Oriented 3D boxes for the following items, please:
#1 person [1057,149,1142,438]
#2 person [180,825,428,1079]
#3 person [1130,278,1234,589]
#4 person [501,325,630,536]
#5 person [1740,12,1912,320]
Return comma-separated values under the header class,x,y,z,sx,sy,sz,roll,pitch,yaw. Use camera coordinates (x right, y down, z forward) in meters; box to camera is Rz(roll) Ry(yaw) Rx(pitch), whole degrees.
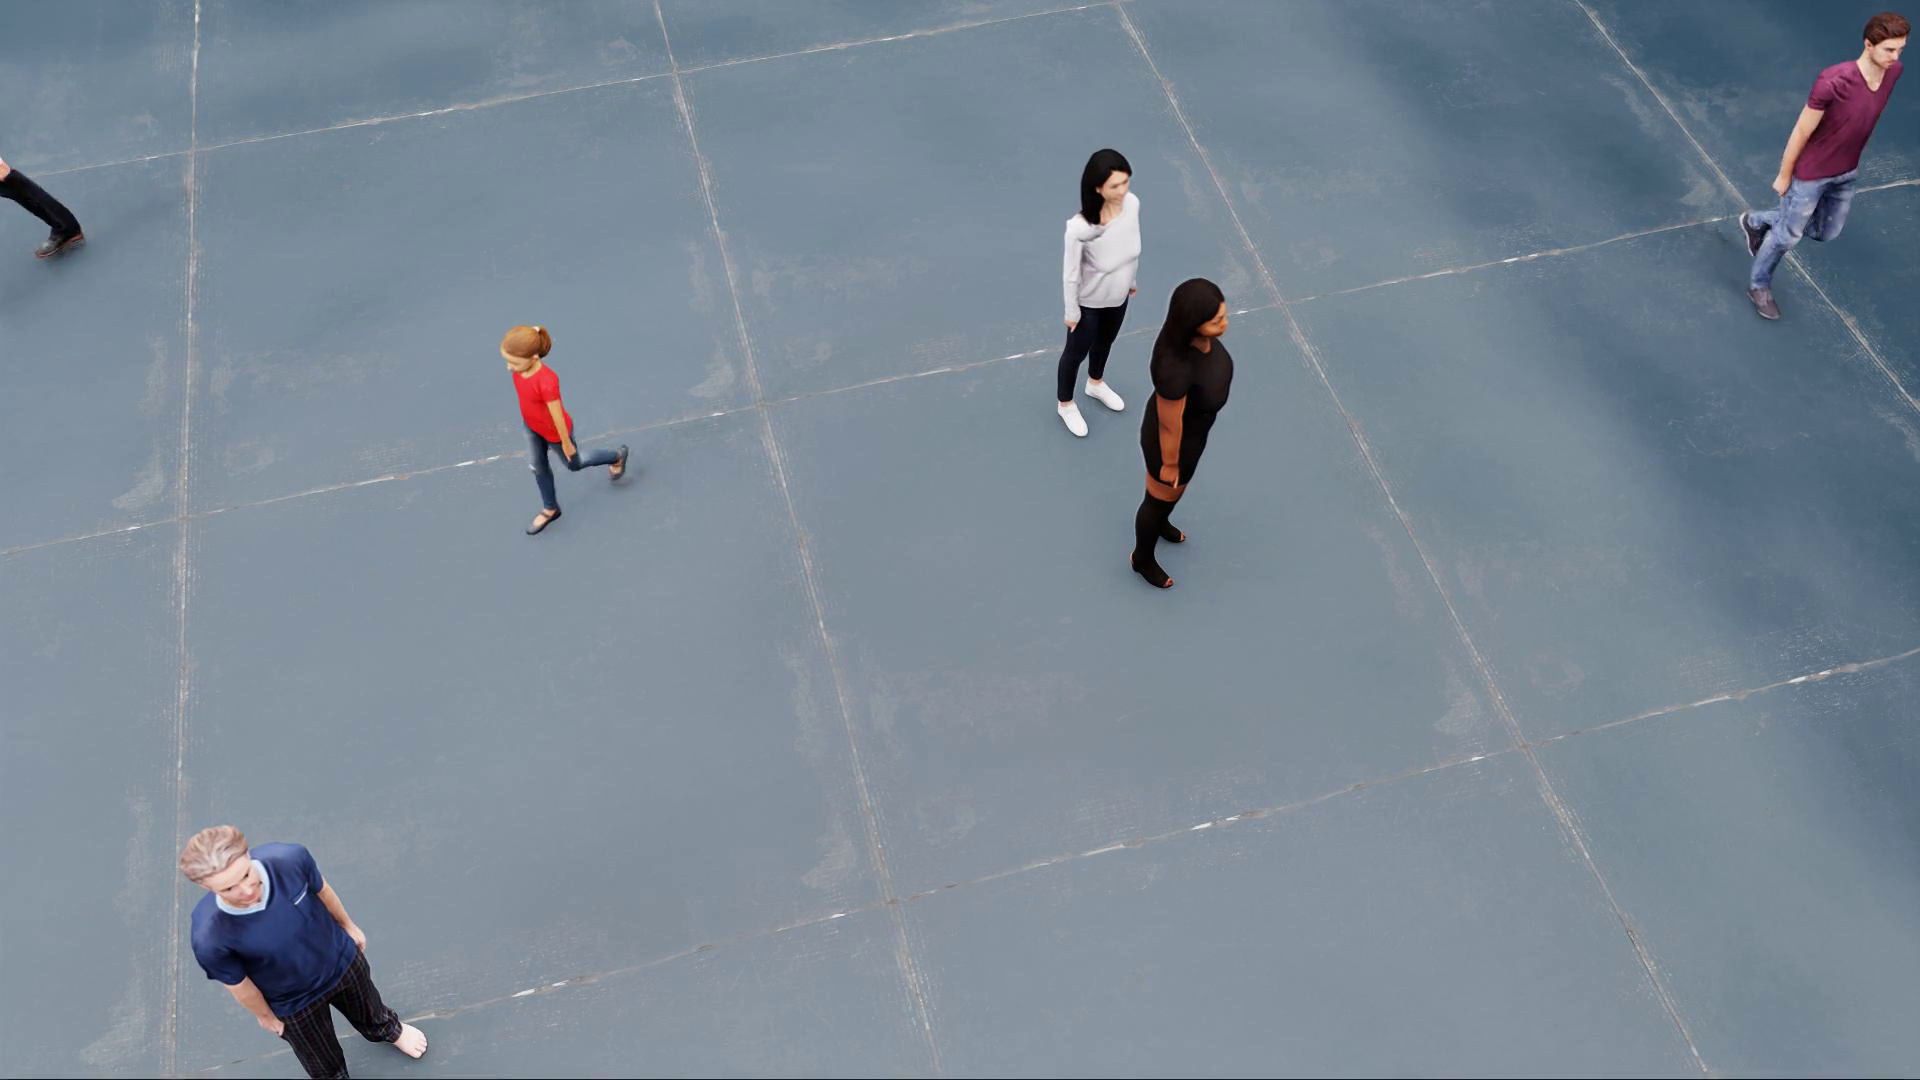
class,x,y,z,sx,sy,sz,roll,pitch,yaw
person,0.686,-1.240,8.283,0.703,1.700,0.704,-35,60,-24
person,-2.385,1.551,6.014,0.779,1.872,0.731,27,57,19
person,0.990,-0.492,7.606,0.808,1.855,0.707,13,53,10
person,-1.925,-0.586,8.038,0.861,1.286,0.841,34,59,23
person,4.525,-2.037,8.814,0.700,1.838,0.851,-15,54,-12
